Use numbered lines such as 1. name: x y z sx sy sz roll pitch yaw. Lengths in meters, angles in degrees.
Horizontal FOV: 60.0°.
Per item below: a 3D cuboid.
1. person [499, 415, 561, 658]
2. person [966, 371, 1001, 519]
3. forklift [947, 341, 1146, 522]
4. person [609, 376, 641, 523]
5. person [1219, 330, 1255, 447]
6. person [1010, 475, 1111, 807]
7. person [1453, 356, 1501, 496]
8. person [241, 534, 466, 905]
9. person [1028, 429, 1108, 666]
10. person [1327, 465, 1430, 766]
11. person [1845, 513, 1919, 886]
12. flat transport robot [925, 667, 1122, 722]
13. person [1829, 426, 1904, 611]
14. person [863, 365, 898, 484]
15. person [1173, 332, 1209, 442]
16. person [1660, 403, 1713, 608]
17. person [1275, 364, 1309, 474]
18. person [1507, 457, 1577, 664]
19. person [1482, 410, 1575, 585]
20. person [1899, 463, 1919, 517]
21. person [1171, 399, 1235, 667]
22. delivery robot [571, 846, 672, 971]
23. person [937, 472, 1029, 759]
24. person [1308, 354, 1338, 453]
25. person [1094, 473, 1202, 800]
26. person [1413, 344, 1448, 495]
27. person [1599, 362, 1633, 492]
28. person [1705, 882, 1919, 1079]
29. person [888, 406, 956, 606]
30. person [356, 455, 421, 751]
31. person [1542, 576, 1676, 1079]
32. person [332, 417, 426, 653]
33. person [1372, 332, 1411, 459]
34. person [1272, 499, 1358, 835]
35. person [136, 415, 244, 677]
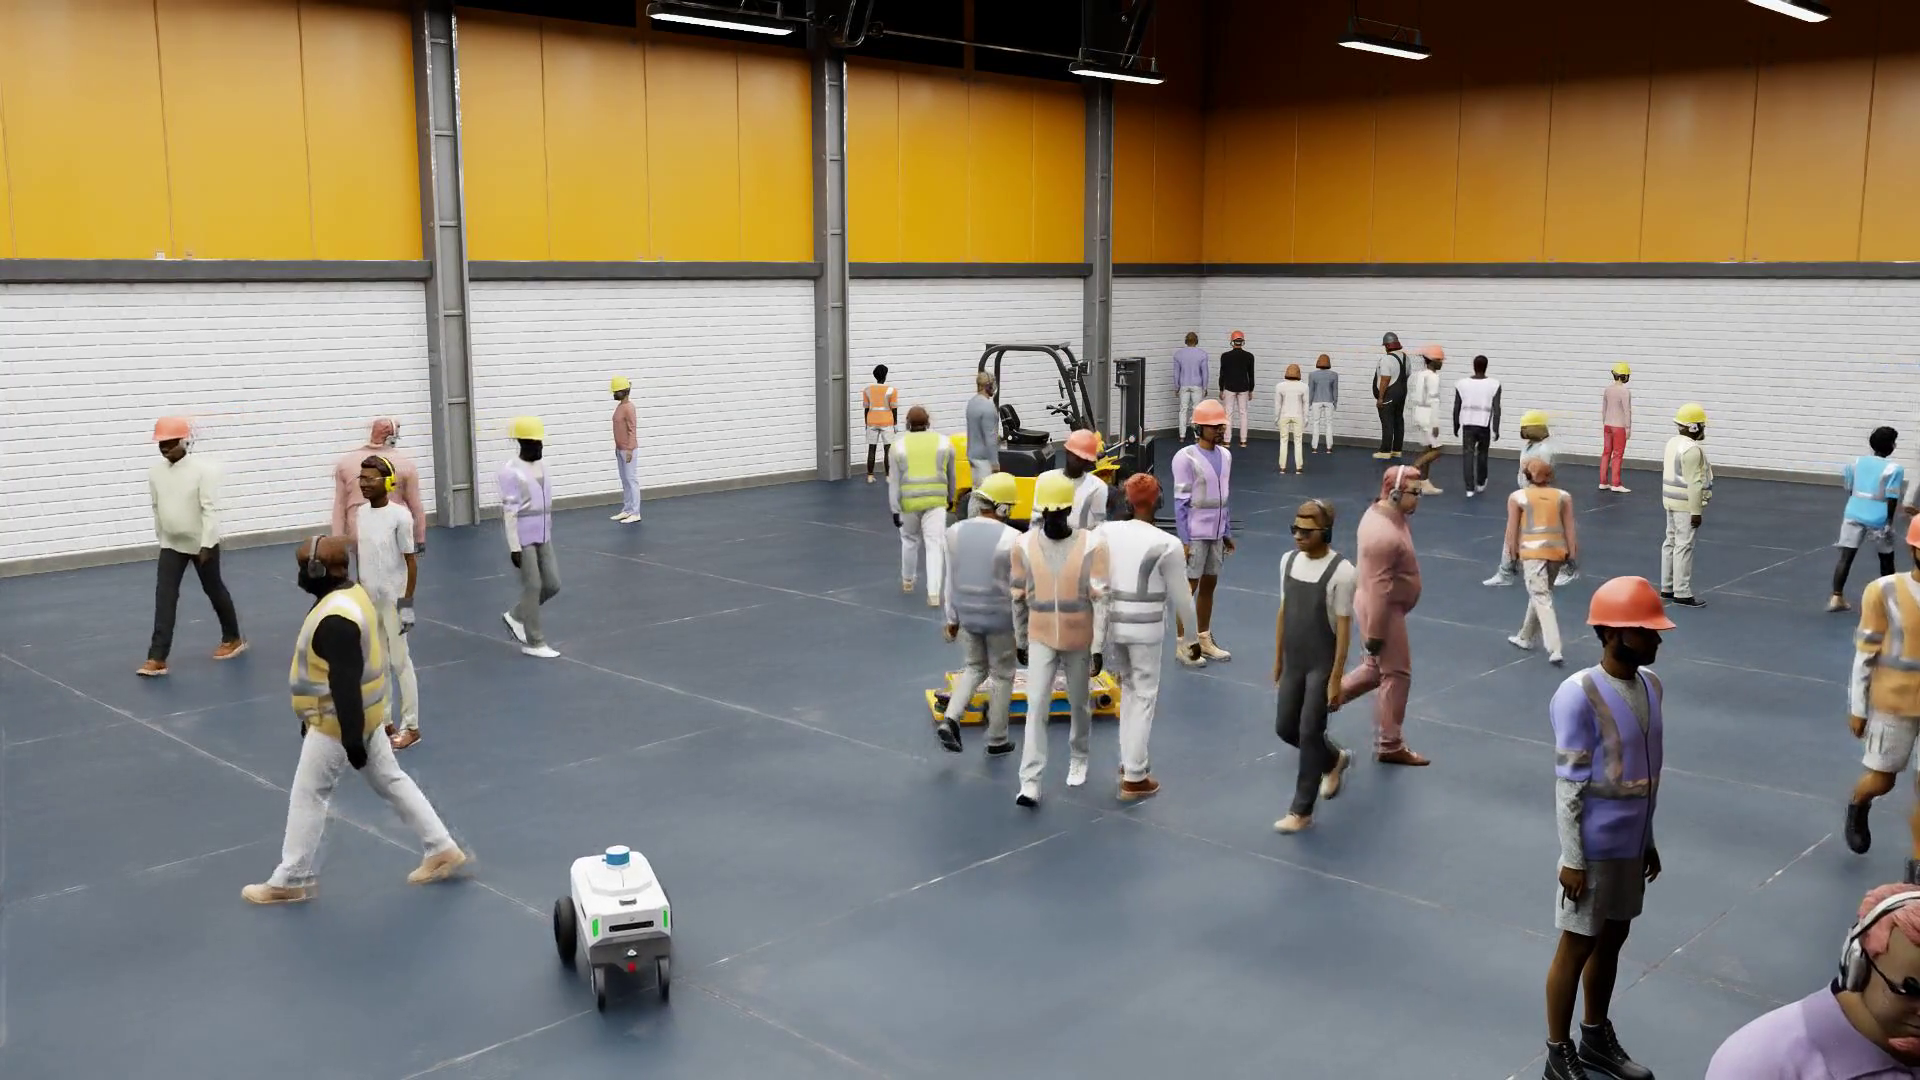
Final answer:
1. person: -3.390 -0.029 12.992 0.506 1.910 0.593 4 10 23
2. person: 0.258 -0.872 18.109 0.378 1.933 0.637 -3 10 -18
3. forklift: 0.977 -1.223 19.452 2.313 2.155 1.214 2 9 11
4. person: -4.026 -1.083 19.929 0.320 1.762 0.522 -5 11 -29
5. person: 4.707 -2.569 28.350 0.617 1.989 0.401 -1 9 -9
6. person: 0.566 0.563 9.473 0.596 1.876 0.990 2 9 13
7. person: 6.978 -1.553 22.471 0.618 1.862 0.987 4 10 21
8. person: -2.925 0.853 8.021 1.012 1.791 0.617 -2 9 -11
9. person: 0.823 0.092 12.361 0.569 1.881 0.971 4 10 22
10. person: 2.500 0.460 10.111 0.703 1.877 0.668 1 9 8
11. person: 4.621 0.773 8.092 0.550 1.918 0.747 2 9 11
12. flat transport robot: 0.508 1.051 11.392 1.431 0.197 0.652 -1 9 -7
13. person: 8.103 -0.186 14.762 0.903 1.640 0.537 -6 11 -31
14. person: -1.120 -1.628 23.489 0.534 1.695 0.321 3 10 18
15. person: 4.044 -2.671 29.116 0.631 1.940 0.372 3 10 20
16. person: 6.547 -0.316 14.986 0.404 1.837 0.588 0 9 1
17. person: 4.923 -1.797 24.689 0.506 1.632 0.268 3 10 15
18. person: 4.543 0.148 12.945 0.508 1.578 0.888 -2 9 -9
19. person: 5.505 -0.395 15.878 0.862 1.703 0.488 -2 9 -12
20. person: 11.958 -1.194 20.189 0.916 1.901 0.632 0 9 3
21. person: 1.890 -0.057 12.766 0.605 2.045 0.377 -8 12 -42
22. delivery robot: -1.461 1.557 7.132 0.477 0.478 0.707 -3 10 -19
23. person: 0.161 0.486 10.170 0.601 1.808 0.535 6 11 33
24. person: 5.983 -2.246 27.443 0.500 1.633 0.281 1 9 5
25. person: 1.061 0.541 9.590 0.597 1.871 0.561 8 12 42
26. person: 6.240 -1.596 22.250 0.528 2.030 0.638 0 9 -3
27. person: 8.964 -1.533 22.666 0.310 1.768 0.533 -3 10 -16
28. person: 1.742 1.575 3.201 0.637 1.902 0.406 -1 9 -6
29. person: -0.342 -0.325 15.204 0.626 1.786 0.989 -1 9 -4
30. person: -3.654 0.395 10.524 0.524 1.871 0.325 5 11 29
31. person: 2.374 1.087 6.064 0.543 1.943 0.348 -7 11 -36
32. person: -4.570 -0.025 13.126 0.665 1.864 0.777 1 9 4
33. person: 6.879 -2.329 26.704 0.672 2.000 0.536 -8 12 -40
34. person: 1.959 0.665 9.017 0.614 1.825 0.529 -7 12 -37
35. person: -5.867 0.020 12.614 0.607 1.945 1.030 1 9 8
